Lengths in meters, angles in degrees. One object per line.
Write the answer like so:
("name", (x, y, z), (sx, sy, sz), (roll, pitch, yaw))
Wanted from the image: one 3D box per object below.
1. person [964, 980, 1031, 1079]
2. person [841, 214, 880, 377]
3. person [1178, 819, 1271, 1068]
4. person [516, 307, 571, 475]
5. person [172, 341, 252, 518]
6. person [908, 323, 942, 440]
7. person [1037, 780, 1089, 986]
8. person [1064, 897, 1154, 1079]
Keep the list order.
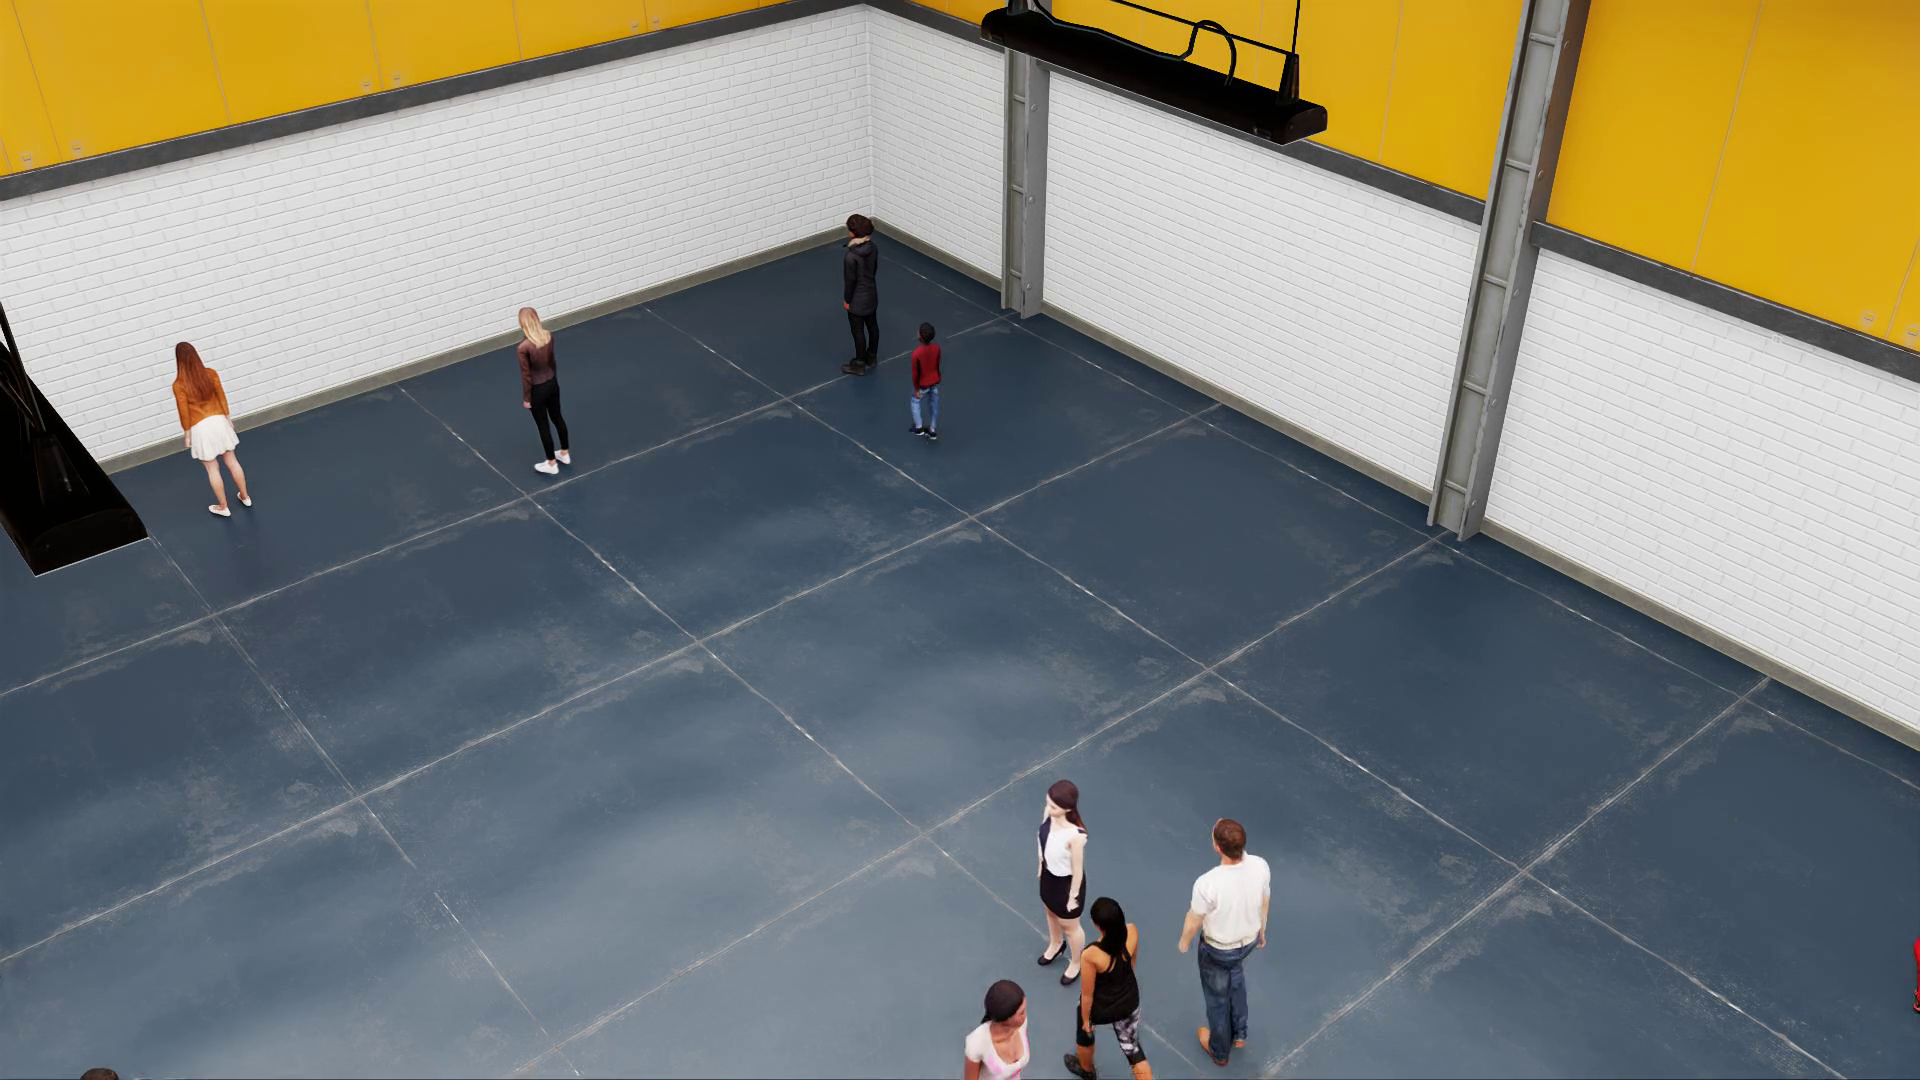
("person", (0.128, 3.022, 9.129), (0.722, 1.689, 1.211), (-18, 37, -25))
("person", (-1.030, -2.584, 17.479), (0.682, 1.781, 0.679), (22, 39, 29))
("person", (1.632, 2.458, 9.845), (0.736, 1.836, 0.702), (-15, 36, -21))
("person", (-3.971, -1.430, 15.814), (0.619, 1.703, 0.662), (17, 37, 24))
("person", (-6.855, -1.018, 15.178), (0.624, 1.720, 0.667), (24, 41, 32))
("person", (-0.297, -1.546, 16.401), (0.534, 1.247, 0.541), (-18, 38, -25))
("person", (0.652, 2.151, 10.478), (0.631, 1.646, 0.493), (-21, 39, -28))
("person", (0.926, 2.708, 9.648), (0.689, 1.638, 1.054), (-16, 37, -22))
